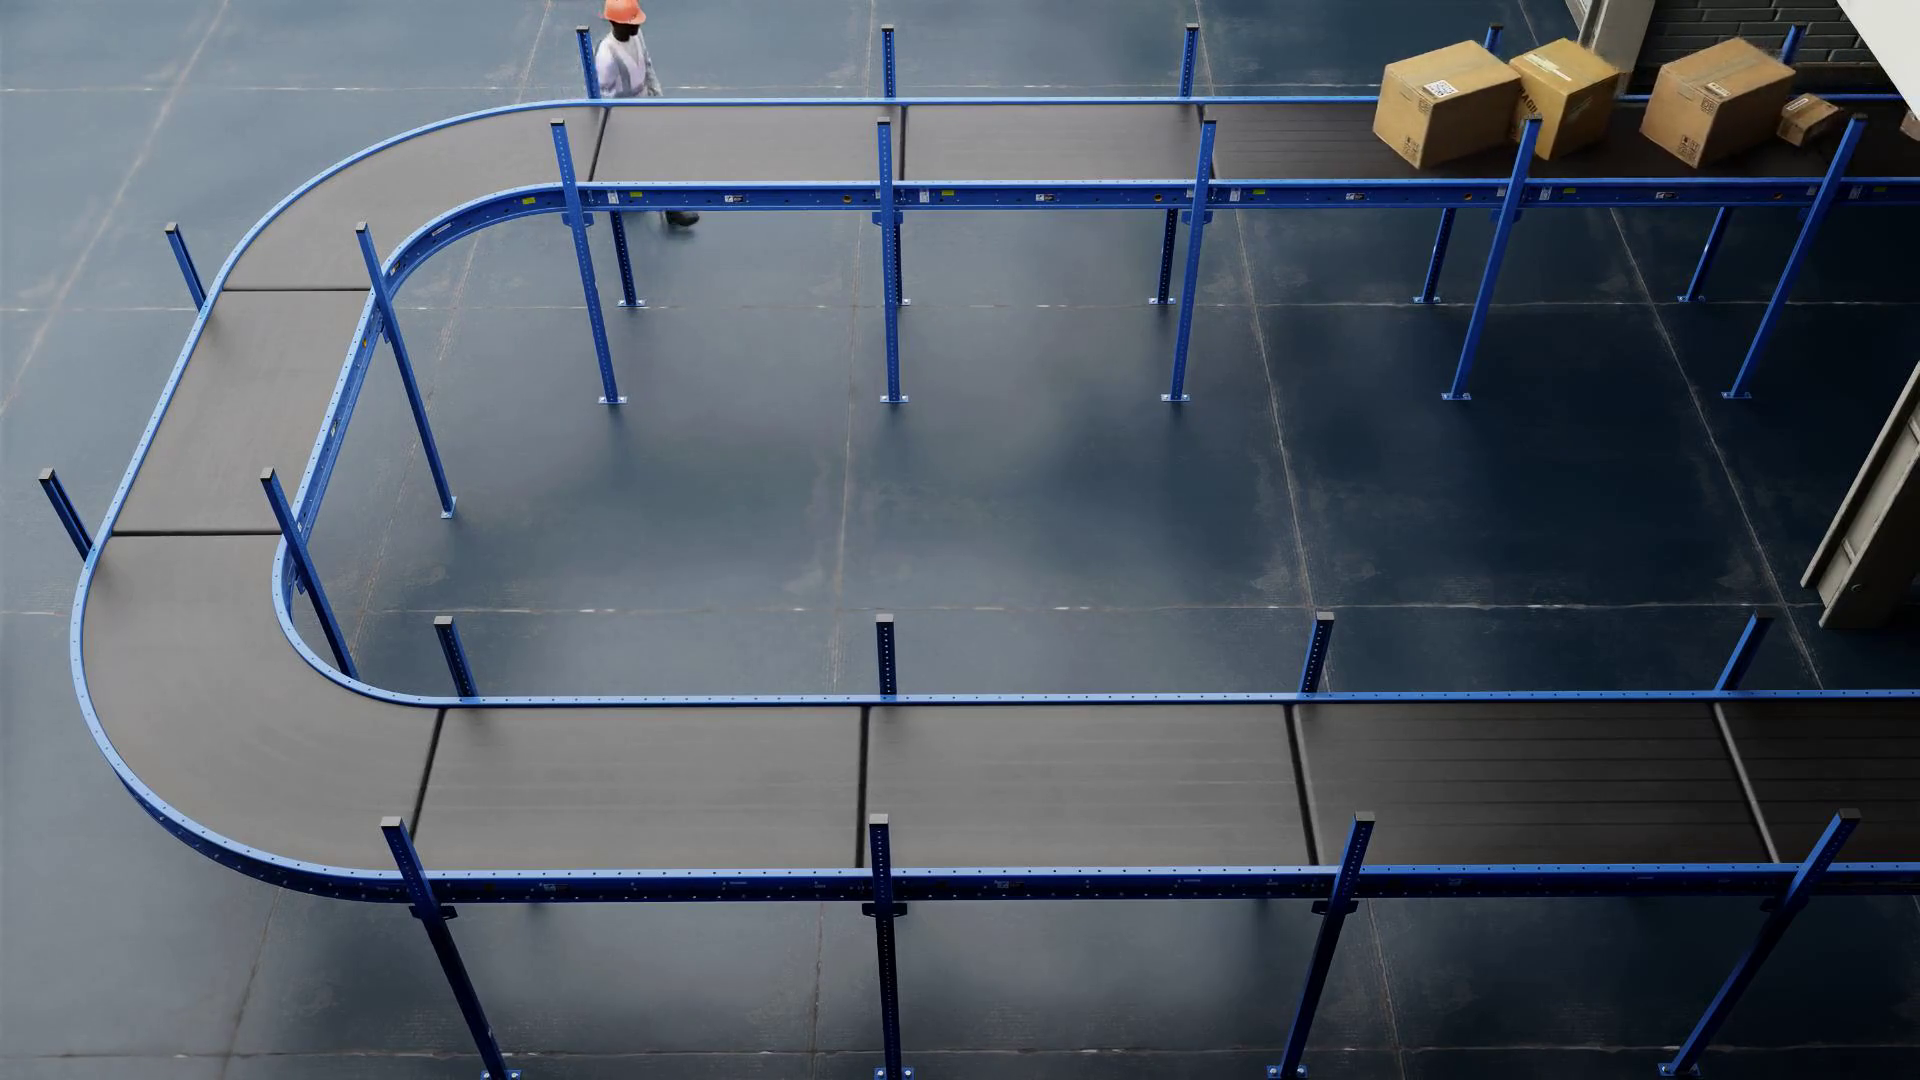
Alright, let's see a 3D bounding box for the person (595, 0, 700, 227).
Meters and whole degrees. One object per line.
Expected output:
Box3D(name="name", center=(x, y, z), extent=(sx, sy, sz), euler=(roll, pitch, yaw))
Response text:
Box3D(name="person", center=(-2.384, -3.252, 13.012), extent=(0.914, 1.897, 0.578), euler=(12, 48, 11))
